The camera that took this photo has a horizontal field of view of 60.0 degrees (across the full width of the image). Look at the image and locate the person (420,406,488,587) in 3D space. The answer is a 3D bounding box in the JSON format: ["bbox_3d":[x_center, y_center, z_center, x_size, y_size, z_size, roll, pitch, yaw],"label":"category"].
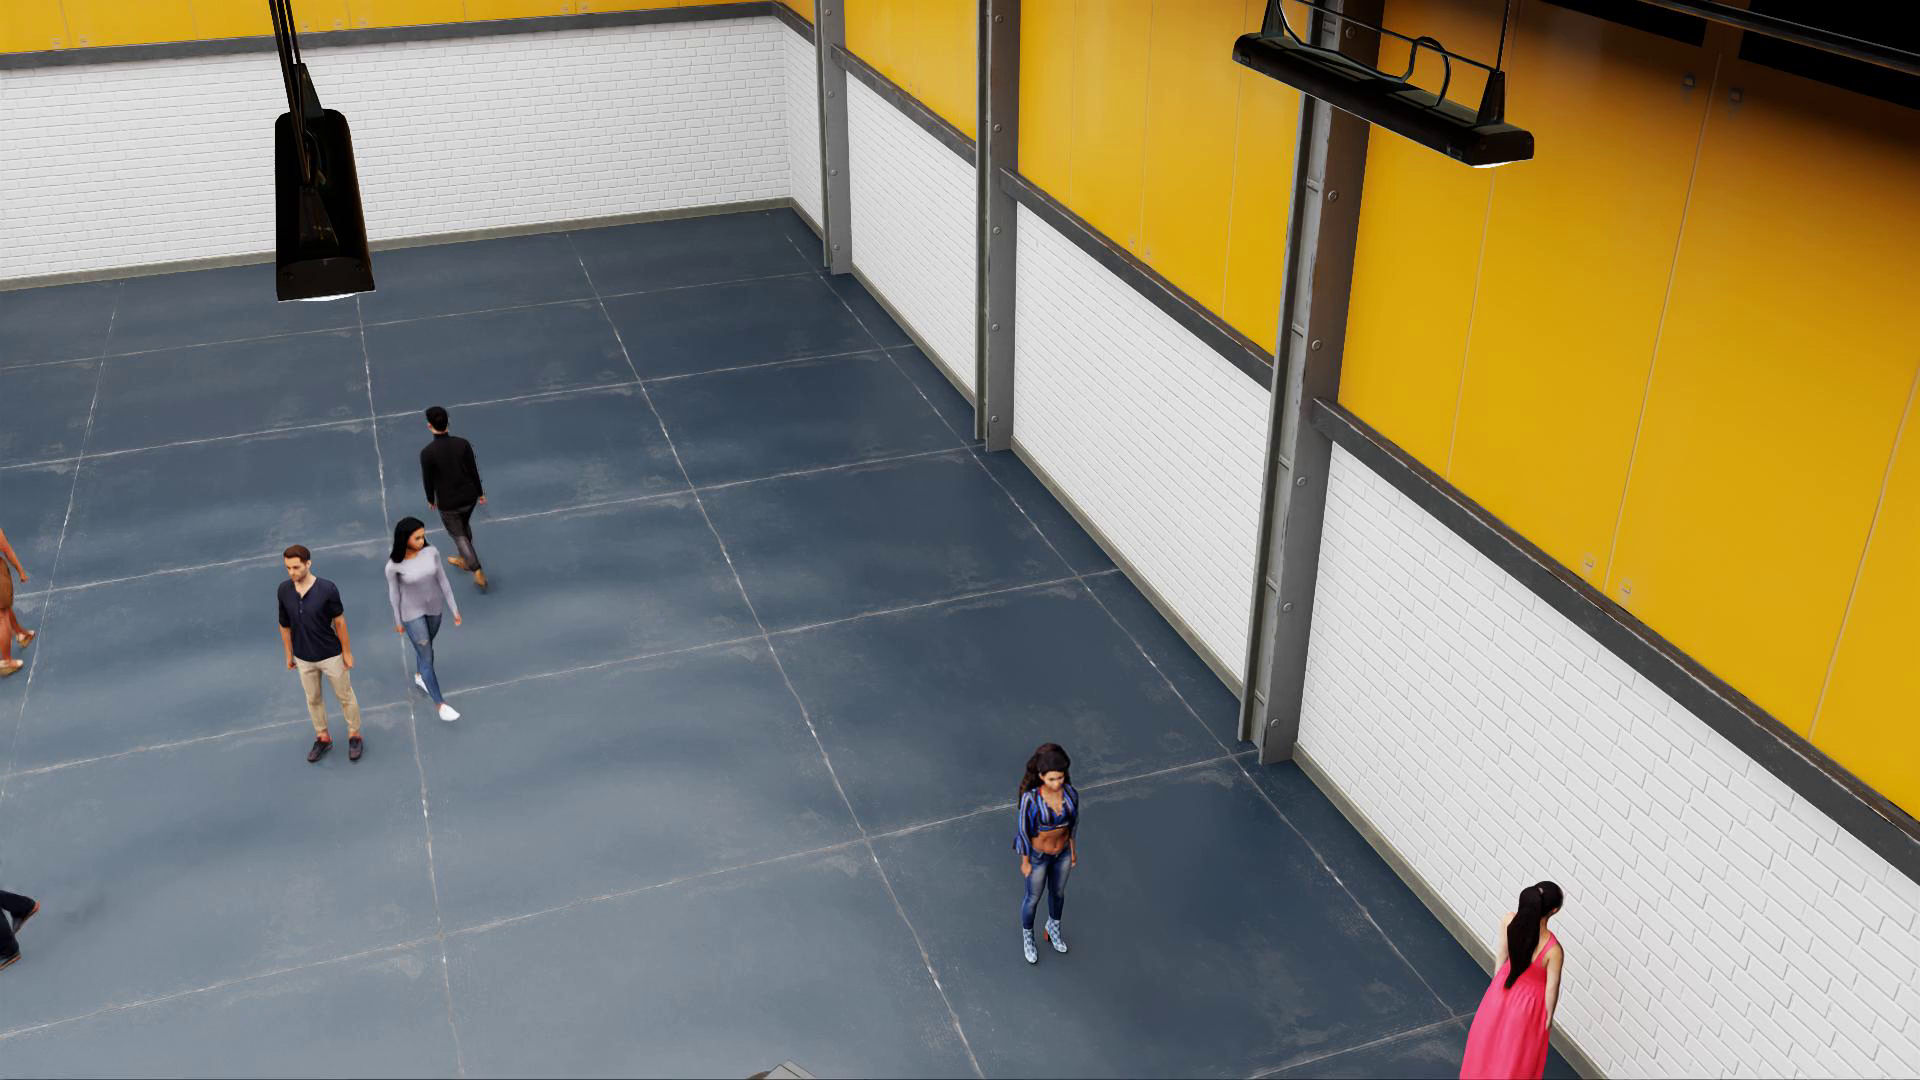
[{"bbox_3d":[-4.537,-0.361,15.045,0.922,1.690,1.085,-24,36,-36],"label":"person"}]

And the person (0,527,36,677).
[{"bbox_3d":[-8.046,0.372,13.728,0.794,1.666,0.933,3,29,6],"label":"person"}]

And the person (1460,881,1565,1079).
[{"bbox_3d":[3.194,2.643,9.504,0.735,1.723,0.602,-20,34,-32],"label":"person"}]

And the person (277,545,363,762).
[{"bbox_3d":[-4.871,0.850,12.653,0.711,1.856,0.646,-1,29,-2],"label":"person"}]

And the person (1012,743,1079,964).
[{"bbox_3d":[0.566,2.024,10.751,0.610,1.616,0.554,-12,31,-21],"label":"person"}]

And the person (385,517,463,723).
[{"bbox_3d":[-4.358,0.563,13.347,1.198,1.694,0.957,24,37,37],"label":"person"}]
